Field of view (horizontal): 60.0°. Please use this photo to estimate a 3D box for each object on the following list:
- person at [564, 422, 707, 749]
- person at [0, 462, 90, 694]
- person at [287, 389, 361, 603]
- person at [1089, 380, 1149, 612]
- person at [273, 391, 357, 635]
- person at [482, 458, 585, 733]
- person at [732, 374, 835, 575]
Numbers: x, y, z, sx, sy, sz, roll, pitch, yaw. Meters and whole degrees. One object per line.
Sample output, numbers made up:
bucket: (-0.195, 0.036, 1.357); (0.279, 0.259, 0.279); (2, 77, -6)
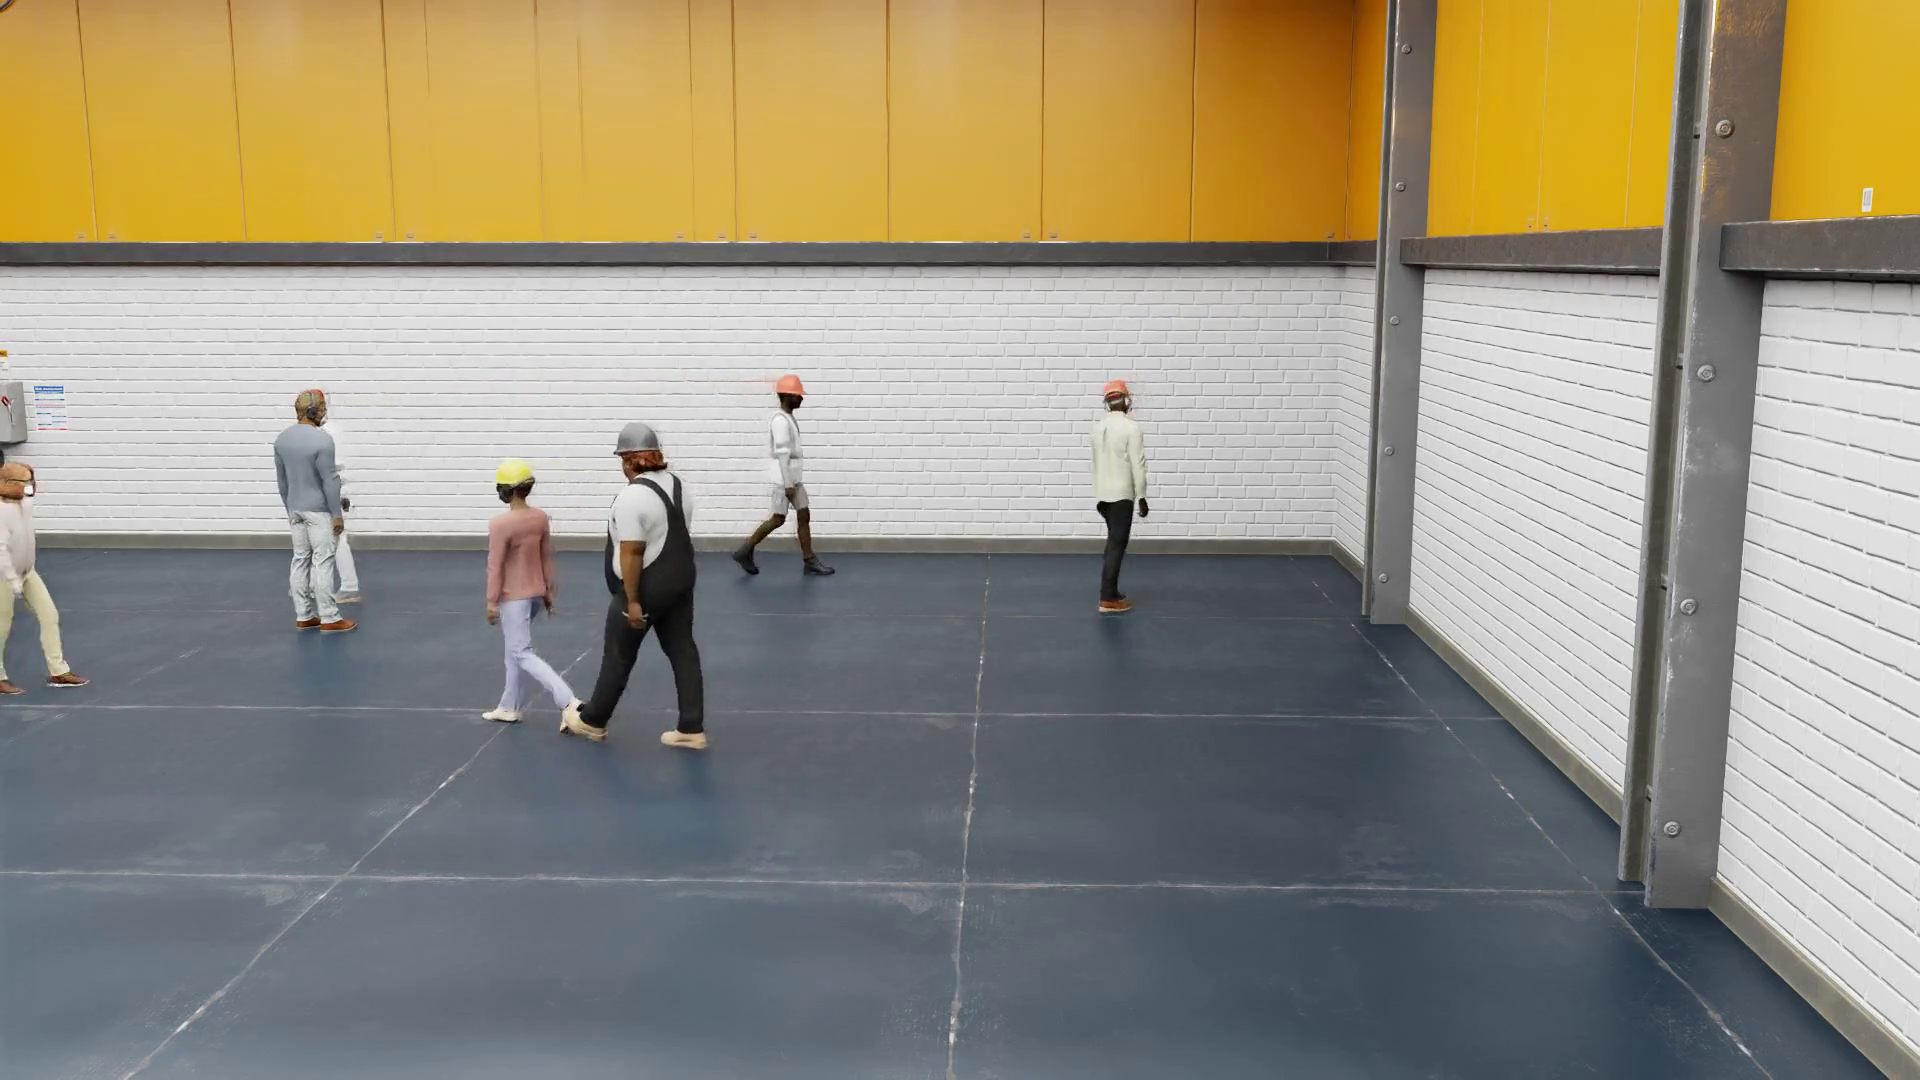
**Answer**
person: (-1.972, 0.251, 10.172); (1.003, 2.000, 0.693); (5, 11, 29)
person: (-6.355, 0.271, 11.331); (0.734, 1.605, 0.516); (1, 10, 5)
person: (-5.570, -0.367, 14.320); (0.788, 1.854, 0.593); (-1, 10, -7)
person: (1.328, -0.362, 14.059); (0.379, 1.959, 0.644); (-5, 11, -28)
person: (-5.136, -0.214, 13.207); (0.627, 1.935, 0.371); (5, 11, 28)
person: (-2.717, 0.349, 10.471); (0.811, 1.735, 0.525); (4, 10, 22)
person: (-1.672, -0.599, 15.539); (0.911, 1.910, 0.548); (1, 10, 6)
